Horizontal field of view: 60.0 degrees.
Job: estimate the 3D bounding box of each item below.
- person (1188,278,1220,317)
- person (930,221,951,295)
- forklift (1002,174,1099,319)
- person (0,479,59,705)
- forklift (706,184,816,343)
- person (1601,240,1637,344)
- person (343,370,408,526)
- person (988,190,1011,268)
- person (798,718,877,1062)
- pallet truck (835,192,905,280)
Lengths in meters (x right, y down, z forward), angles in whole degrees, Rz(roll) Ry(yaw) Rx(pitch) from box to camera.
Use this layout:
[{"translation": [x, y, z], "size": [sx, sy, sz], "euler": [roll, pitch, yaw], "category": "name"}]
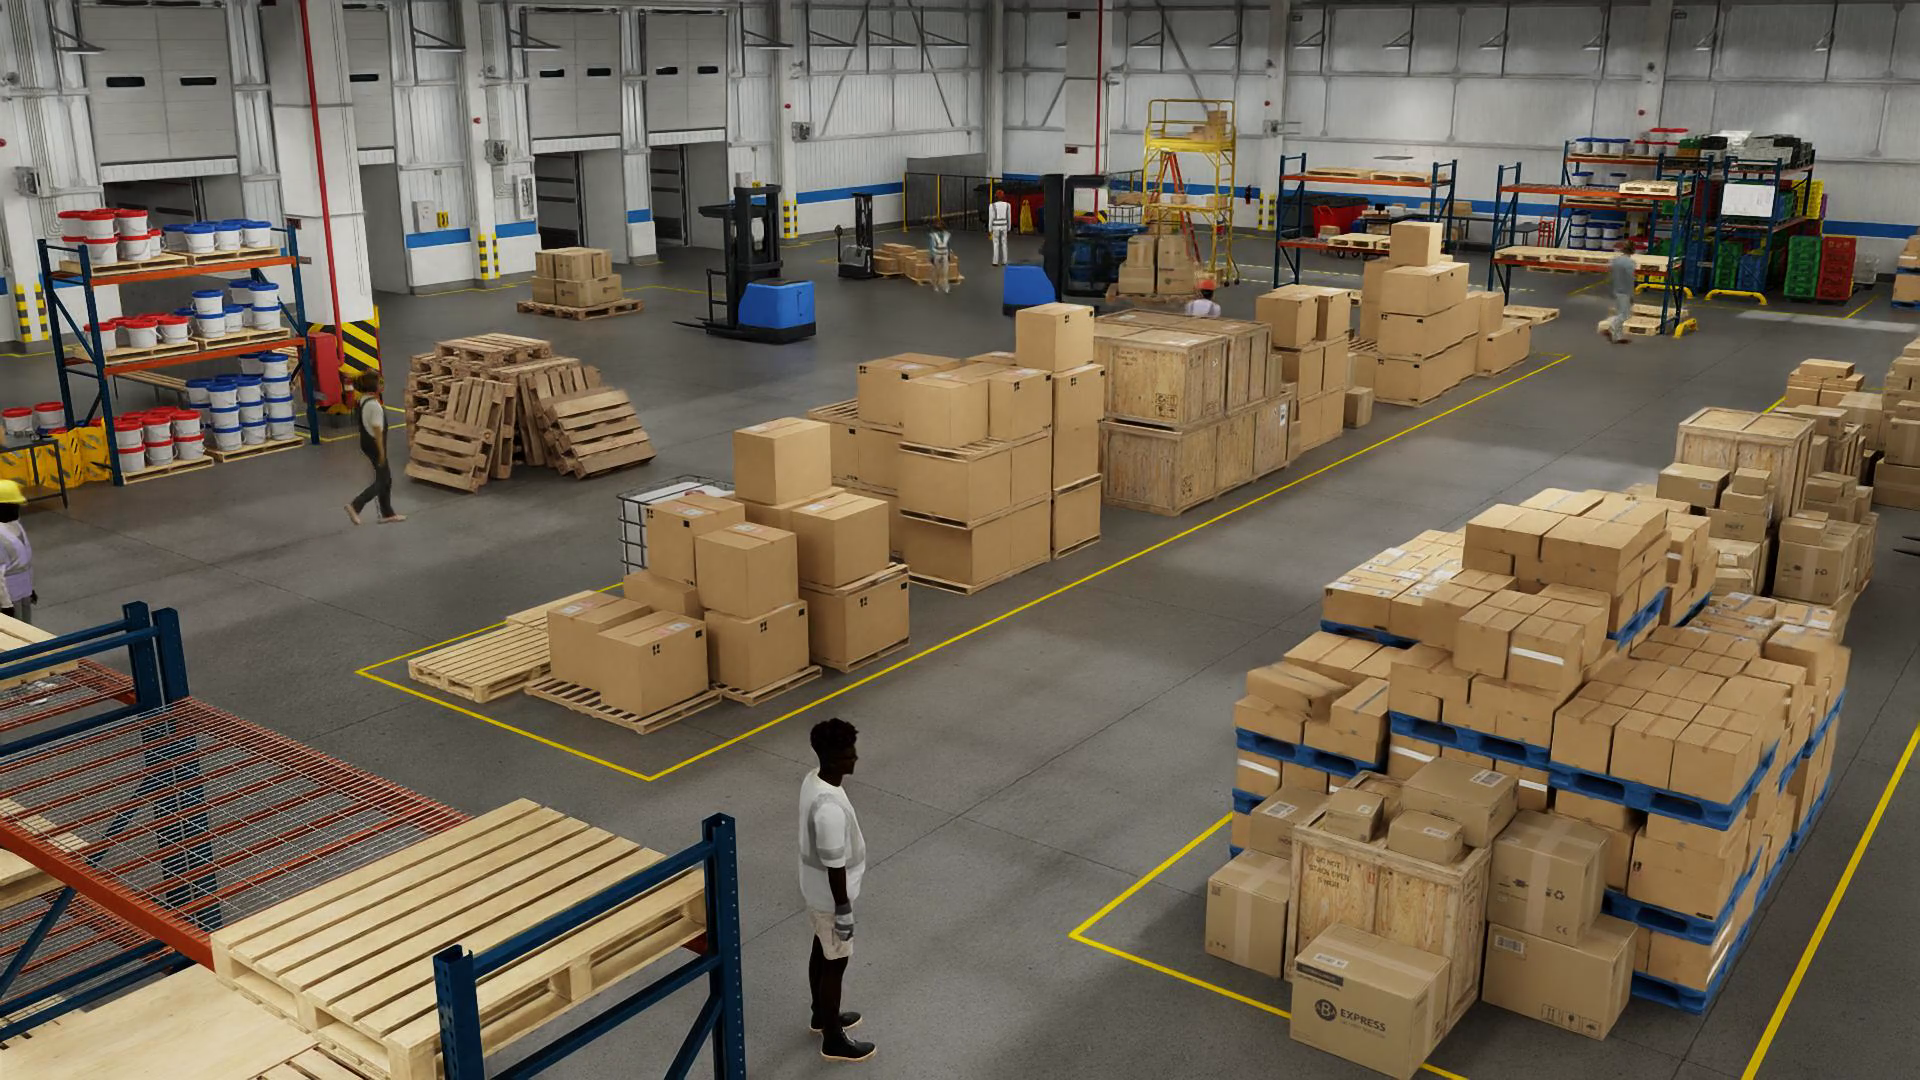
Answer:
[{"translation": [3.719, -3.081, 25.691], "size": [0.532, 1.887, 0.985], "euler": [8, 19, 26], "category": "person"}, {"translation": [-0.441, -6.227, 36.598], "size": [0.526, 1.585, 0.906], "euler": [-5, 18, -17], "category": "person"}, {"translation": [1.838, -5.866, 33.198], "size": [1.873, 2.768, 1.129], "euler": [2, 17, 8], "category": "forklift"}, {"translation": [-7.937, 0.427, 13.981], "size": [0.370, 1.929, 0.586], "euler": [-3, 17, -10], "category": "person"}, {"translation": [-3.717, -5.181, 30.929], "size": [1.873, 2.768, 1.129], "euler": [12, 21, 35], "category": "forklift"}, {"translation": [12.059, -4.505, 30.312], "size": [0.537, 1.929, 0.646], "euler": [-2, 17, -7], "category": "person"}, {"translation": [-6.737, -1.024, 18.975], "size": [0.654, 1.830, 0.518], "euler": [-12, 20, -34], "category": "person"}, {"translation": [0.964, -7.593, 40.614], "size": [0.587, 1.882, 0.342], "euler": [-6, 18, -19], "category": "person"}, {"translation": [-0.688, 1.891, 9.071], "size": [0.366, 1.965, 0.607], "euler": [-5, 17, -15], "category": "person"}, {"translation": [-1.936, -7.159, 38.982], "size": [1.885, 1.965, 0.823], "euler": [-12, 21, -34], "category": "pallet truck"}]
